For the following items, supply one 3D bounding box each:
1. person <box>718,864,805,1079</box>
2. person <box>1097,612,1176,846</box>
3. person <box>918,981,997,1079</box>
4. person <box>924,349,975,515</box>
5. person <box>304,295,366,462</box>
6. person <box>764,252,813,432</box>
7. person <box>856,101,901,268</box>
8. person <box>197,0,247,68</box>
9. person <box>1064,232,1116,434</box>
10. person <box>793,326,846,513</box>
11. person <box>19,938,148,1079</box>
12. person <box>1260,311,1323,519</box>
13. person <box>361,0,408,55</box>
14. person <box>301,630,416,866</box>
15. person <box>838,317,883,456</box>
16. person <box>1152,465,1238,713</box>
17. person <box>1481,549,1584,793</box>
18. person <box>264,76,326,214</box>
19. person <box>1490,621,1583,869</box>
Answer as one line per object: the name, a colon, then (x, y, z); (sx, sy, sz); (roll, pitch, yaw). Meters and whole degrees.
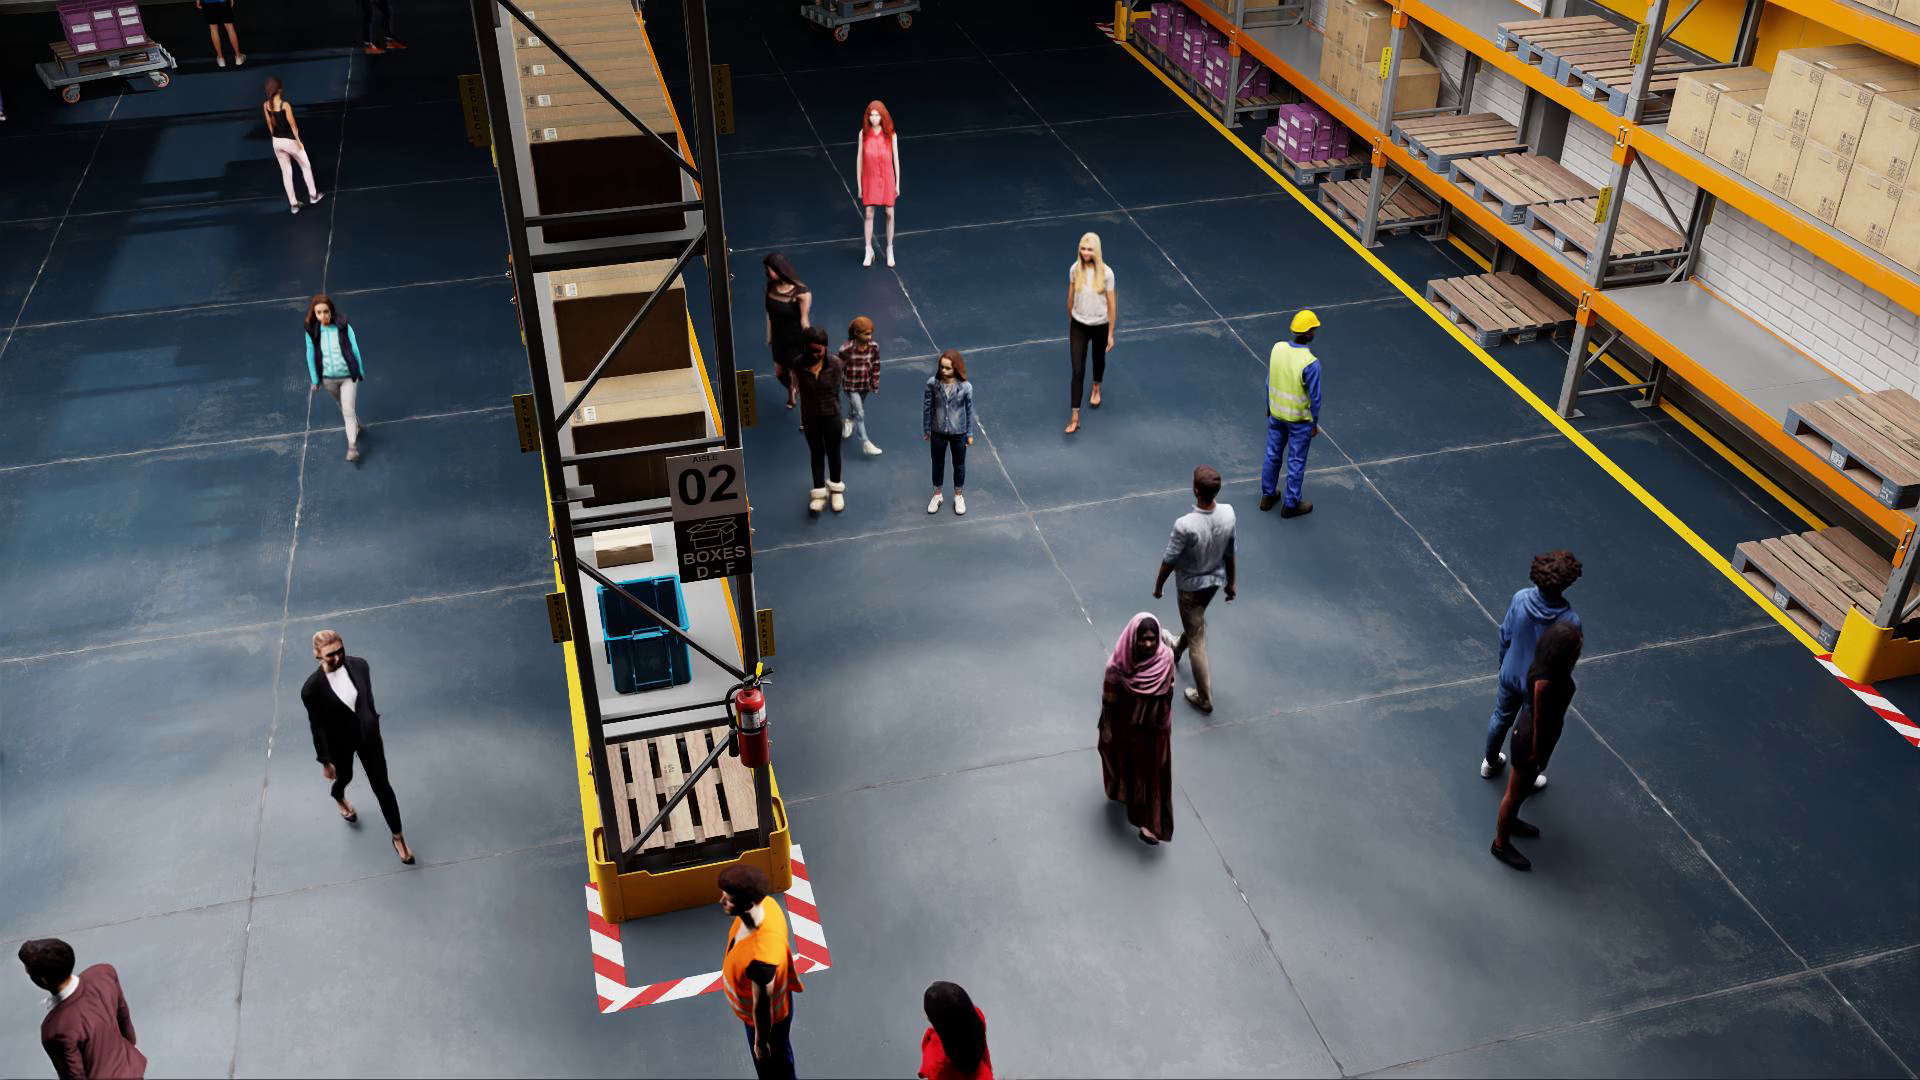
person: (-0.983, 2.341, 8.432); (0.729, 1.882, 0.583); (-5, 34, -8)
person: (1.100, 1.091, 10.569); (0.750, 1.598, 1.069); (-3, 34, -4)
person: (0.091, 2.744, 7.967); (0.810, 1.726, 0.718); (13, 36, 19)
person: (-0.088, -0.904, 13.680); (0.621, 1.477, 0.606); (4, 34, 6)
person: (-5.441, -1.482, 14.561); (0.614, 1.464, 0.993); (-6, 34, -9)
person: (-1.500, -1.781, 14.808); (0.869, 1.689, 0.930); (11, 35, 16)
person: (-0.864, -3.787, 17.702); (0.660, 1.826, 0.611); (1, 34, 1)
person: (-10.548, -7.664, 23.499); (0.655, 1.866, 0.592); (-11, 35, -16)
person: (1.202, -1.920, 14.940); (1.003, 1.775, 1.250); (8, 35, 12)
person: (-1.122, -1.007, 13.672); (0.823, 1.658, 0.681); (-8, 34, -12)
person: (-4.128, 2.615, 8.039); (0.794, 1.861, 0.624); (0, 34, 0)
person: (2.702, -1.030, 13.570); (0.699, 1.810, 0.817); (29, 43, 36)
person: (-8.569, -7.885, 23.891); (0.908, 1.800, 0.866); (4, 34, 6)
person: (-3.817, 1.229, 10.300); (1.176, 1.666, 1.000); (28, 43, 35)
person: (-0.937, -1.401, 14.621); (0.671, 1.263, 0.938); (-12, 35, -17)
person: (1.696, 0.374, 11.455); (0.850, 1.812, 1.158); (-17, 37, -23)
person: (3.694, 0.847, 10.747); (0.815, 1.808, 0.663); (-26, 41, -33)
person: (-7.727, -4.498, 19.019); (0.708, 1.553, 0.853); (4, 34, 7)
person: (3.545, 1.221, 10.243); (0.733, 1.743, 0.664); (16, 37, 23)
